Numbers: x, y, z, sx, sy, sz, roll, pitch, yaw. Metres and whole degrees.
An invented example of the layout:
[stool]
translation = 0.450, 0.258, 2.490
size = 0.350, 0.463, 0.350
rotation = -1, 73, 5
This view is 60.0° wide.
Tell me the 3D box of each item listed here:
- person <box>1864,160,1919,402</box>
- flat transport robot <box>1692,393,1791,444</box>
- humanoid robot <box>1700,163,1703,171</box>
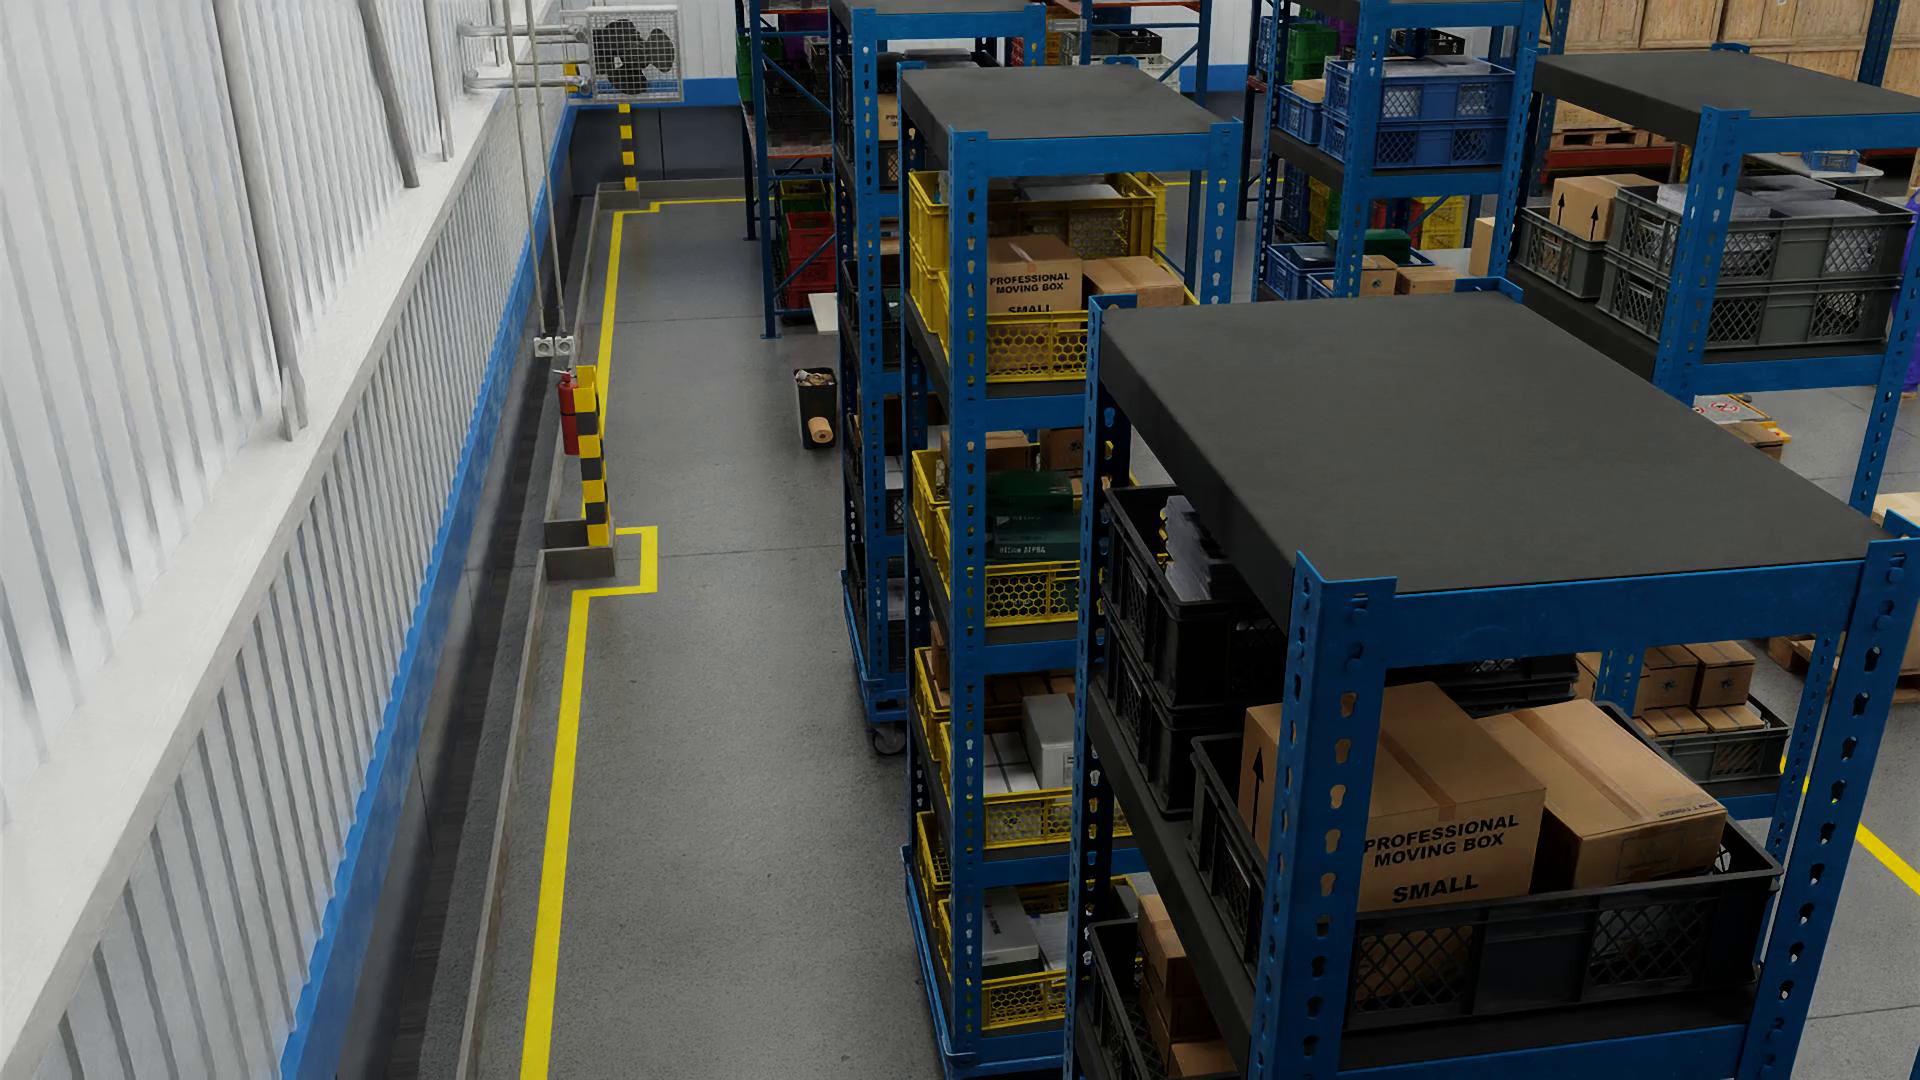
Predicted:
[person]
translation = 7.301, -2.073, 12.687
size = 0.535, 2.000, 0.678
rotation = 3, 25, 7
[flat transport robot]
translation = 5.224, -0.859, 12.132
size = 1.431, 0.197, 0.652
rotation = -4, 25, -8
[humanoid robot]
translation = 5.961, -2.326, 13.685
size = 0.612, 1.632, 0.538
rotation = 2, 25, 4
